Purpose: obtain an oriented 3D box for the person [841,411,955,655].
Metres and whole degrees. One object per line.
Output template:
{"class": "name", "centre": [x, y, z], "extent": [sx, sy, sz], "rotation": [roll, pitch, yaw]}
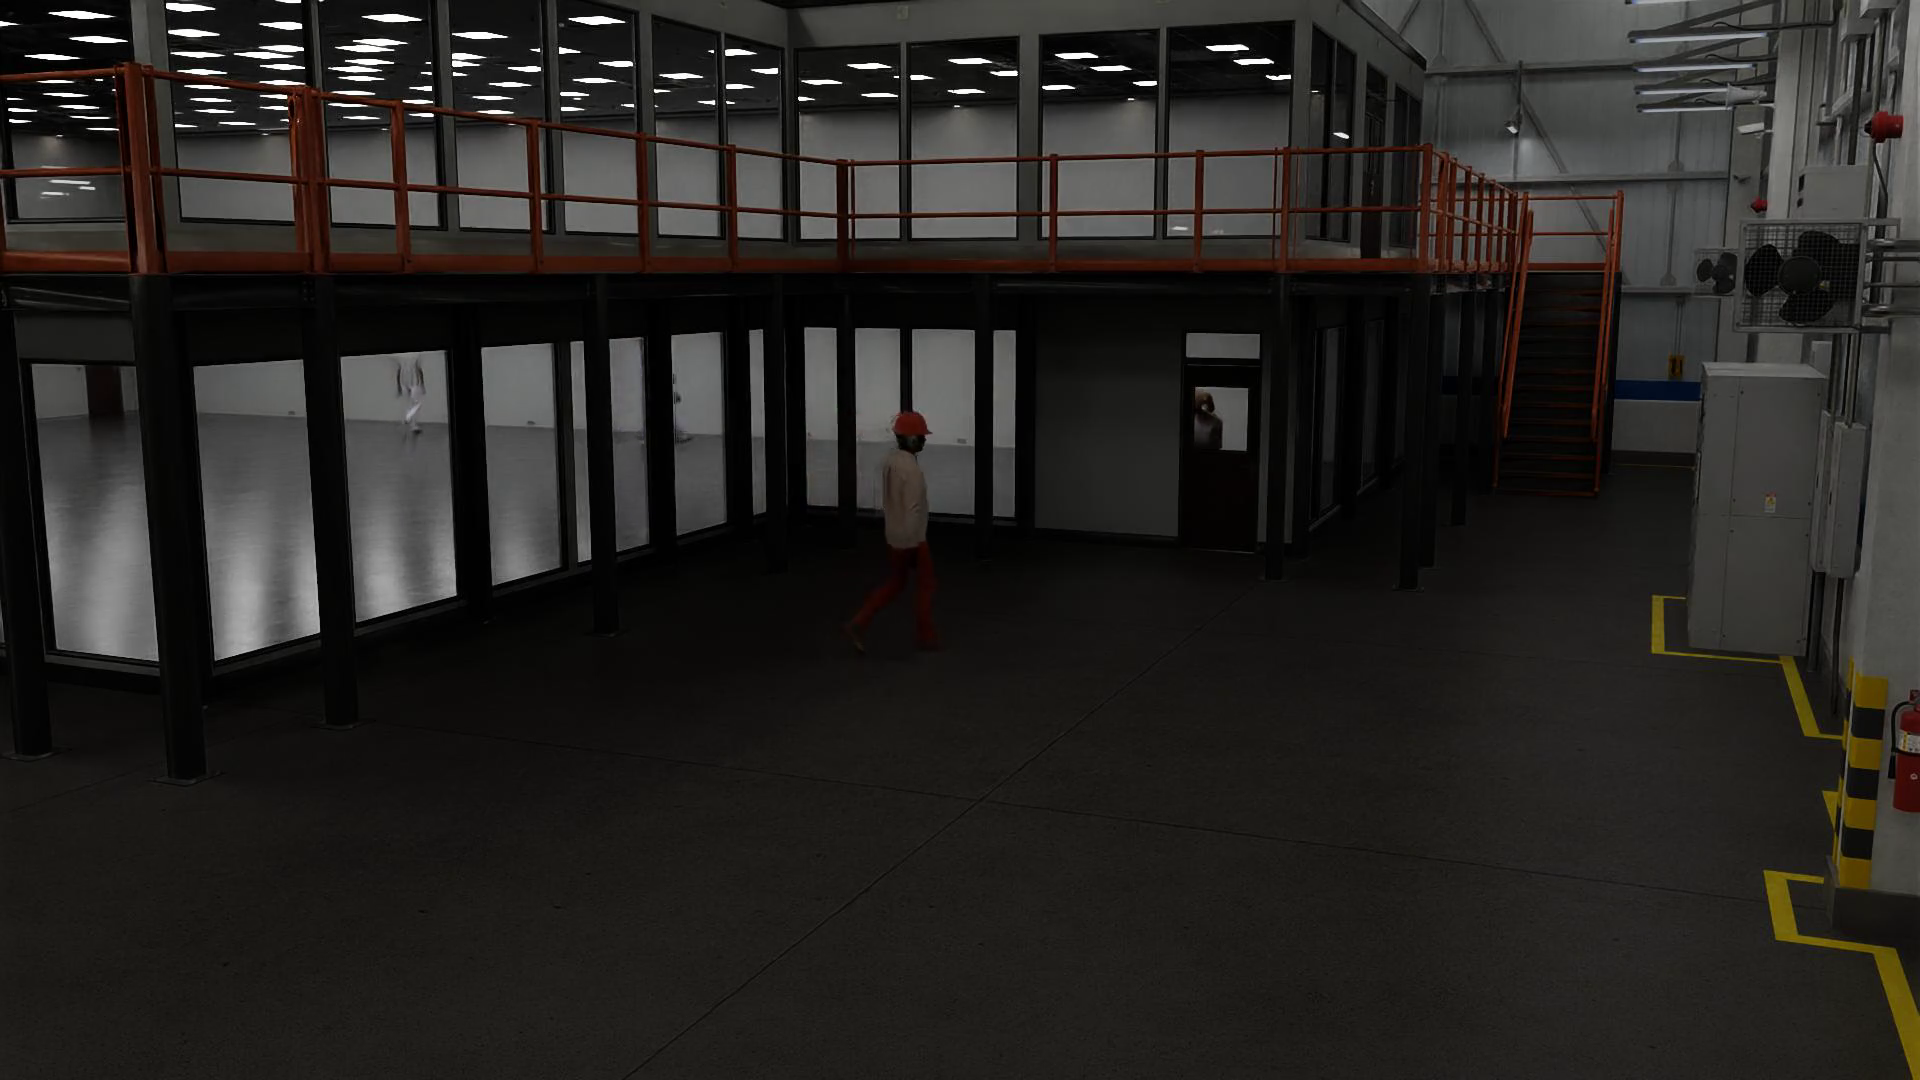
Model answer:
{"class": "person", "centre": [-0.483, -0.033, 13.090], "extent": [0.851, 1.967, 0.624], "rotation": [-4, 10, -25]}
